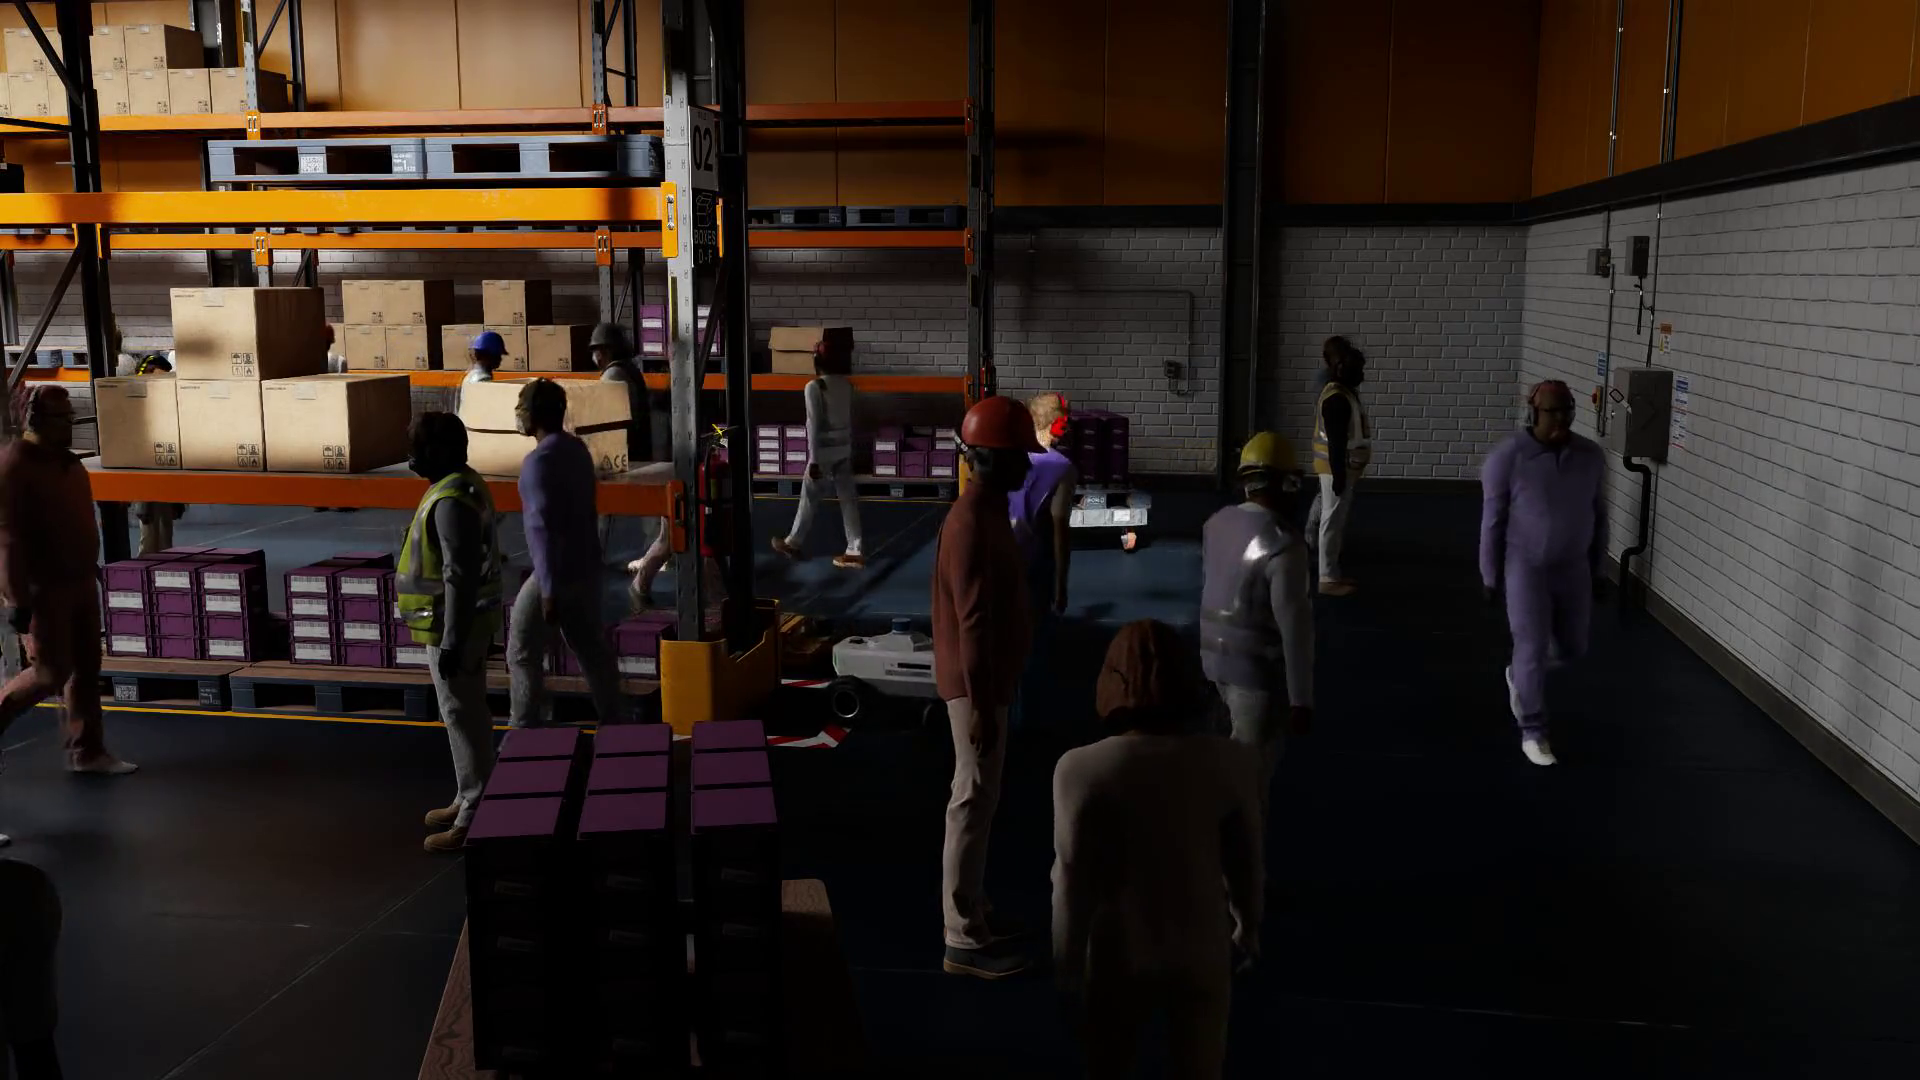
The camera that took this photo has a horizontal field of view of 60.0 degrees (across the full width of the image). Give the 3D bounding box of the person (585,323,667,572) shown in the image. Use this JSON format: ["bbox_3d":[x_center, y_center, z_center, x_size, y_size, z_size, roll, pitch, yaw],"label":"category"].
[{"bbox_3d":[-2.782,-0.752,13.352,0.865,2.000,0.697,2,9,12],"label":"person"}]

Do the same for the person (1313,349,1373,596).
[{"bbox_3d":[2.873,-0.514,12.496,0.429,1.840,0.627,3,10,16],"label":"person"}]

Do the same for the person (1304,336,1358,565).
[{"bbox_3d":[3.063,-0.738,13.759,0.385,1.897,0.701,5,10,28],"label":"person"}]

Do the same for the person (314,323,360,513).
[{"bbox_3d":[-6.341,-1.215,16.623,0.655,1.909,0.539,1,9,4],"label":"person"}]

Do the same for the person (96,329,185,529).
[{"bbox_3d":[-7.790,-1.052,15.600,0.784,1.920,0.635,0,9,-2],"label":"person"}]

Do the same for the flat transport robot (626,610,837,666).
[{"bbox_3d":[-1.547,0.597,10.452,1.431,0.197,0.652,2,9,10],"label":"flat transport robot"}]

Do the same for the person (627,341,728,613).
[{"bbox_3d":[-1.905,-0.390,11.348,0.953,1.963,0.624,7,12,38],"label":"person"}]

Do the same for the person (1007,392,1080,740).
[{"bbox_3d":[0.280,0.160,8.379,0.613,1.813,0.634,-9,13,-44],"label":"person"}]

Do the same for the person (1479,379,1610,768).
[{"bbox_3d":[2.892,0.133,8.322,0.642,1.891,0.693,-2,9,-10],"label":"person"}]

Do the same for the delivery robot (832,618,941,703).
[{"bbox_3d":[-0.308,0.660,8.898,0.707,0.478,0.477,3,10,16],"label":"delivery robot"}]

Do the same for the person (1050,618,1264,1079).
[{"bbox_3d":[0.468,0.976,3.992,0.535,1.591,0.816,-1,9,-3],"label":"person"}]

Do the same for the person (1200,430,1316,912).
[{"bbox_3d":[1.137,0.499,6.295,0.429,1.809,0.702,-3,10,-19],"label":"person"}]

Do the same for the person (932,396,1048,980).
[{"bbox_3d":[0.100,0.496,5.753,0.396,1.990,0.622,0,9,3],"label":"person"}]

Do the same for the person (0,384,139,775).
[{"bbox_3d":[-4.318,0.214,7.820,0.629,1.892,0.664,1,9,3],"label":"person"}]

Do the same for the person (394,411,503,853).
[{"bbox_3d":[-2.133,0.376,6.972,0.429,1.839,0.633,-2,9,-14],"label":"person"}]

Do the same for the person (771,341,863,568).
[{"bbox_3d":[-1.142,-0.710,13.693,0.962,1.835,0.607,8,12,40],"label":"person"}]

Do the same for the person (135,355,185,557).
[{"bbox_3d":[-5.354,-0.301,11.112,0.328,1.861,0.521,0,9,-2],"label":"person"}]

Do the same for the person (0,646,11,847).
[{"bbox_3d":[-4.196,0.365,6.768,0.370,1.929,0.585,3,10,20],"label":"person"}]

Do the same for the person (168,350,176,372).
[{"bbox_3d":[-8.390,-1.465,18.265,0.358,1.882,0.574,6,11,33],"label":"person"}]

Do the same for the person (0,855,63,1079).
[{"bbox_3d":[-1.552,1.098,2.427,0.509,1.865,0.328,-6,11,-32],"label":"person"}]

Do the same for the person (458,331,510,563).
[{"bbox_3d":[-3.886,-0.750,13.692,0.454,1.919,0.627,-5,10,-28],"label":"person"}]

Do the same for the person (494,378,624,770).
[{"bbox_3d":[-2.003,0.184,7.957,0.867,1.901,0.654,1,9,8],"label":"person"}]
